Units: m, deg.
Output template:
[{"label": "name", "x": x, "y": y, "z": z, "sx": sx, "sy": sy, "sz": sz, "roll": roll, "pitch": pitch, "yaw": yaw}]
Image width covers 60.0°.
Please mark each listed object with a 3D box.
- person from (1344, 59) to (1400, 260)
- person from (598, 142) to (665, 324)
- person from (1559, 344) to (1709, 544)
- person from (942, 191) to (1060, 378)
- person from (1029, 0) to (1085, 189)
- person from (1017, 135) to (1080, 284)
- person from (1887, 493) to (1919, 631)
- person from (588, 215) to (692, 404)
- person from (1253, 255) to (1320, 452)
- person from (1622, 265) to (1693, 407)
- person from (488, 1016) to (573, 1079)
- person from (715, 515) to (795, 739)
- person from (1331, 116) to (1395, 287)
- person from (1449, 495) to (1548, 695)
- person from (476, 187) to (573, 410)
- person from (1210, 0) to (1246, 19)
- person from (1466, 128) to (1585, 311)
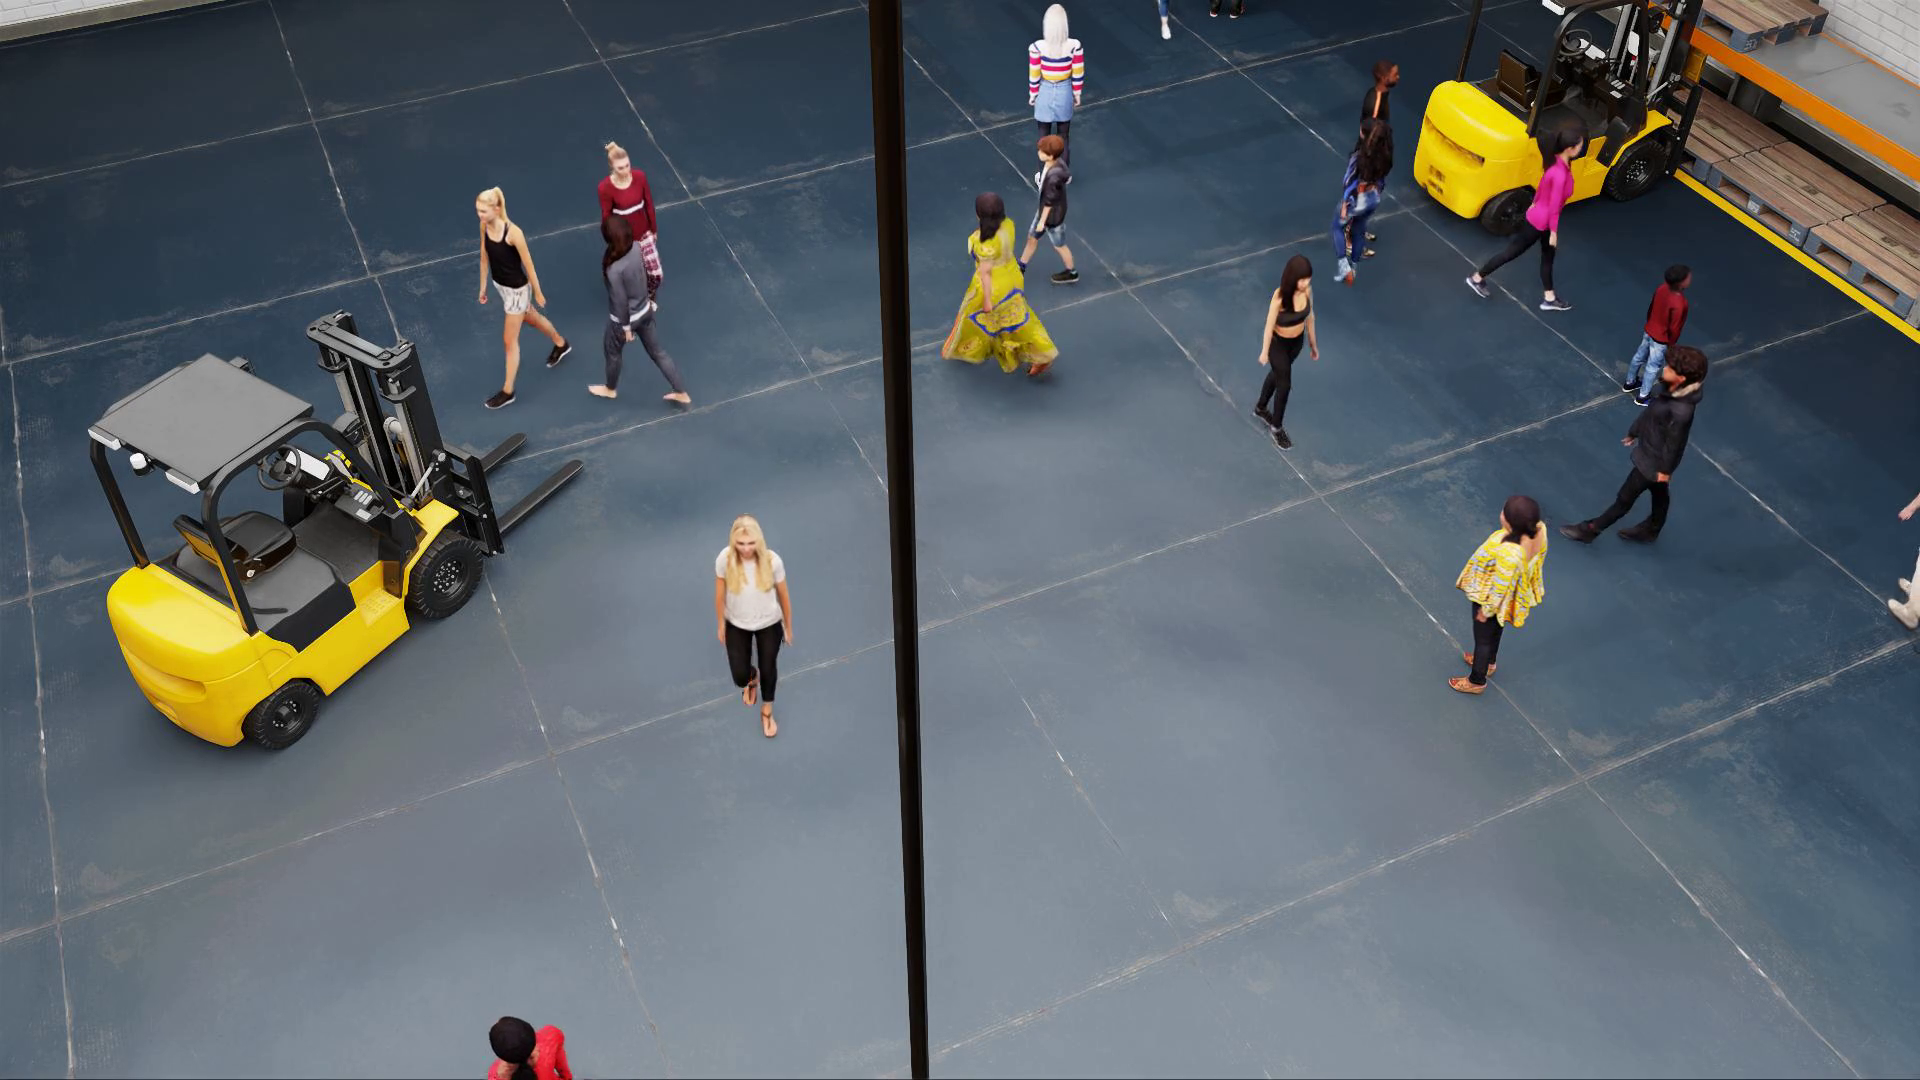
[{"label": "person", "x": 3.540, "y": -3.351, "z": 14.509, "sx": 0.808, "sy": 1.808, "sz": 0.730, "roll": 10, "pitch": 45, "yaw": 11}, {"label": "person", "x": -2.748, "y": -2.529, "z": 13.734, "sx": 0.680, "sy": 1.689, "sz": 0.671, "roll": -27, "pitch": 50, "yaw": -25}, {"label": "person", "x": 4.986, "y": -0.601, "z": 11.670, "sx": 1.038, "sy": 1.744, "sz": 1.028, "roll": 8, "pitch": 44, "yaw": 9}, {"label": "person", "x": 0.360, "y": -1.969, "z": 13.212, "sx": 1.285, "sy": 1.608, "sz": 1.096, "roll": 20, "pitch": 47, "yaw": 20}, {"label": "person", "x": 0.867, "y": -4.035, "z": 15.227, "sx": 0.724, "sy": 1.810, "sz": 0.686, "roll": 1, "pitch": 44, "yaw": 1}, {"label": "person", "x": 0.835, "y": -2.787, "z": 14.207, "sx": 0.850, "sy": 1.409, "sz": 0.947, "roll": -1, "pitch": 44, "yaw": -1}, {"label": "person", "x": 6.655, "y": -0.084, "z": 11.061, "sx": 0.745, "sy": 1.835, "sz": 0.778, "roll": -6, "pitch": 44, "yaw": -7}, {"label": "person", "x": -2.465, "y": -1.735, "z": 12.872, "sx": 1.161, "sy": 1.727, "sz": 1.036, "roll": 19, "pitch": 47, "yaw": 19}, {"label": "person", "x": 2.429, "y": -1.532, "z": 12.733, "sx": 0.660, "sy": 1.626, "sz": 0.818, "roll": -29, "pitch": 51, "yaw": -27}, {"label": "person", "x": 5.512, "y": -1.631, "z": 13.106, "sx": 0.605, "sy": 1.255, "sz": 0.475, "roll": -9, "pitch": 44, "yaw": -9}, {"label": "person", "x": -1.953, "y": 2.845, "z": 8.049, "sx": 1.130, "sy": 1.759, "sz": 0.887, "roll": 30, "pitch": 51, "yaw": 28}, {"label": "person", "x": -1.302, "y": 0.474, "z": 10.488, "sx": 0.734, "sy": 1.818, "sz": 0.781, "roll": -5, "pitch": 44, "yaw": -5}, {"label": "person", "x": 3.441, "y": -2.832, "z": 14.105, "sx": 0.624, "sy": 1.615, "sz": 0.580, "roll": -17, "pitch": 46, "yaw": -17}, {"label": "person", "x": 3.482, "y": 0.352, "z": 10.735, "sx": 0.916, "sy": 1.653, "sz": 0.867, "roll": 25, "pitch": 49, "yaw": 24}, {"label": "person", "x": -3.459, "y": -2.019, "z": 13.126, "sx": 1.216, "sy": 1.789, "sz": 1.066, "roll": 27, "pitch": 50, "yaw": 25}, {"label": "person", "x": 2.930, "y": -6.505, "z": 17.832, "sx": 0.711, "sy": 1.803, "sz": 0.757, "roll": 11, "pitch": 45, "yaw": 11}, {"label": "person", "x": 4.764, "y": -2.671, "z": 13.913, "sx": 1.156, "sy": 1.658, "sz": 1.093, "roll": 15, "pitch": 46, "yaw": 15}]
